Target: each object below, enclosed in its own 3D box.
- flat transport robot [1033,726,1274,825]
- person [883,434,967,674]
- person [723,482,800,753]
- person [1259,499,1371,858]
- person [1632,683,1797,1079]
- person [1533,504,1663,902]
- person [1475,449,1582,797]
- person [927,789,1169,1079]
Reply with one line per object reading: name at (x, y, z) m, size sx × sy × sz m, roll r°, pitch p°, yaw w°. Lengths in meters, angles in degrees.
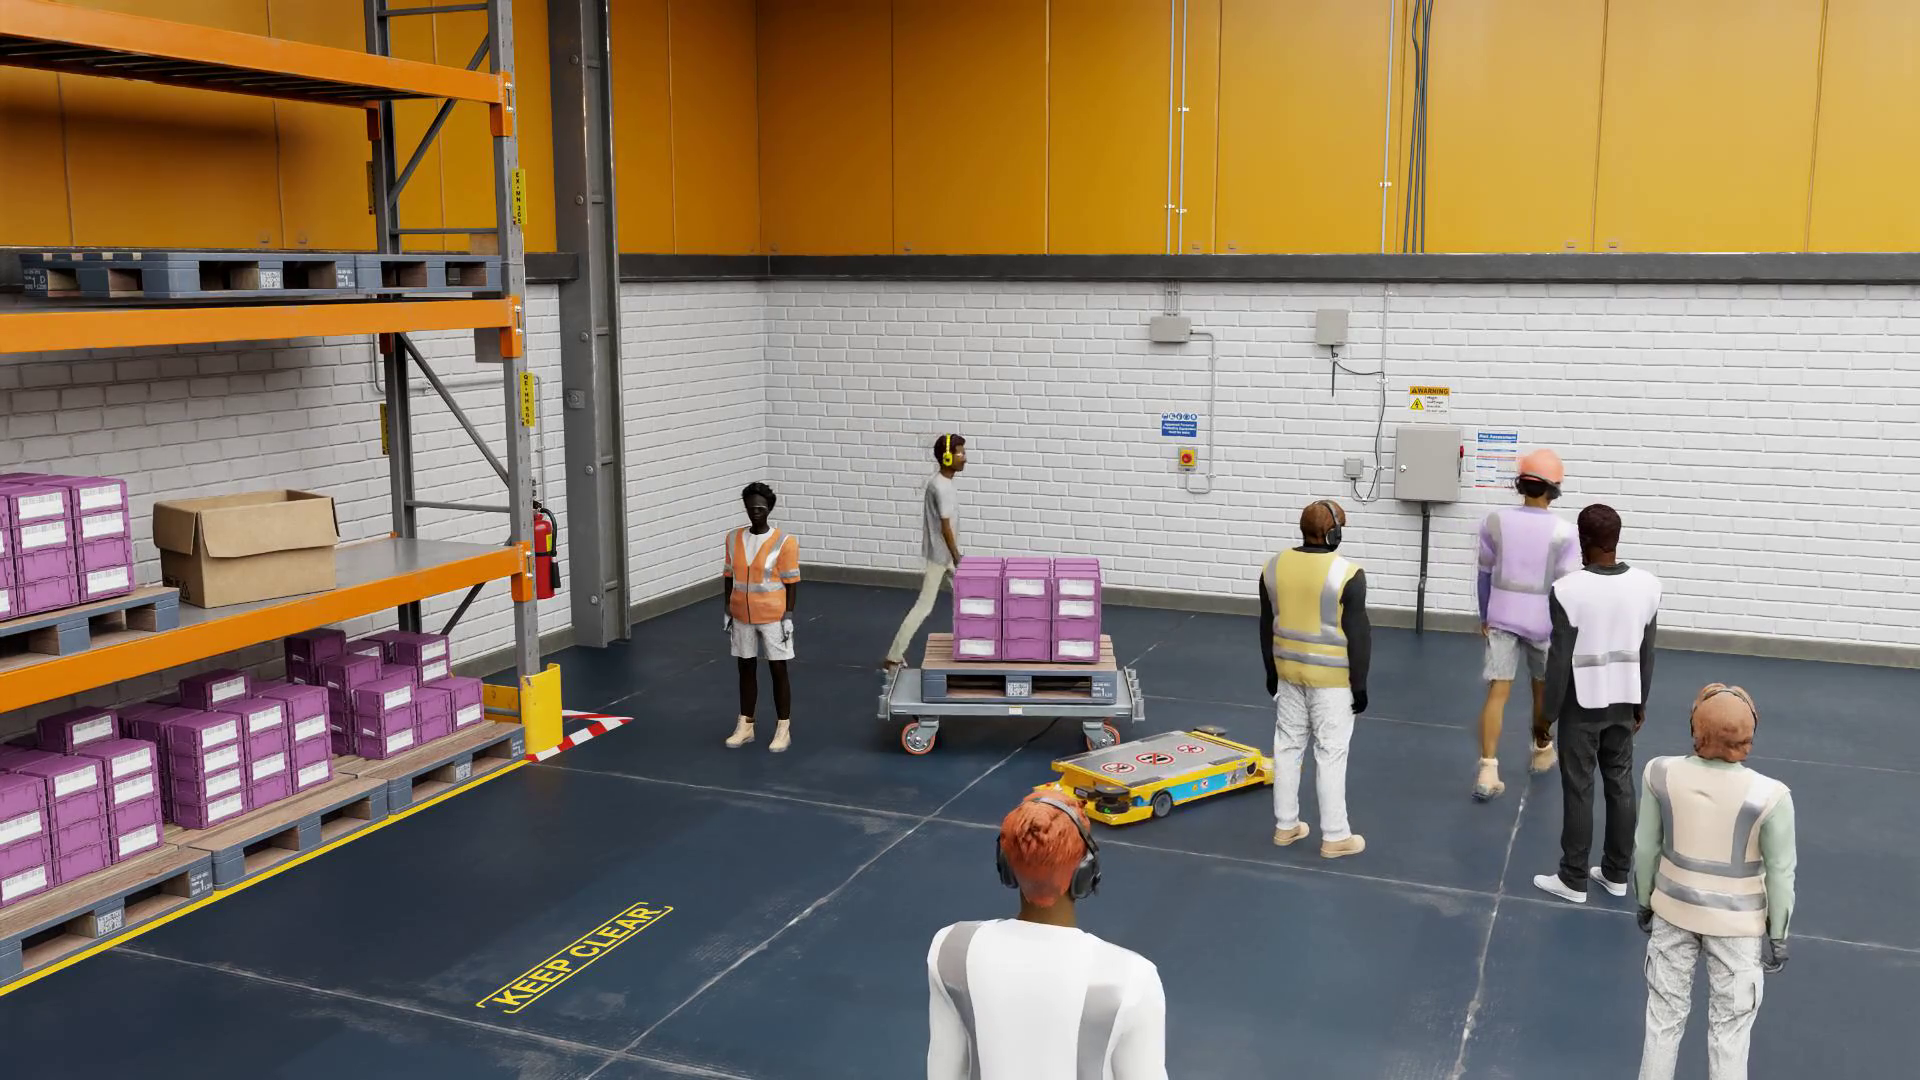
flat transport robot at (1.170, 1.332, 9.562) m, size 1.431 × 0.197 × 0.652 m, roll -7°, pitch 12°, yaw -38°
person at (-0.112, 0.133, 12.170) m, size 0.994 × 1.821 × 0.515 m, roll 2°, pitch 10°, yaw 9°
person at (-1.253, 0.479, 10.412) m, size 0.535 × 1.700 × 0.318 m, roll 4°, pitch 10°, yaw 22°
person at (1.847, 0.707, 8.600) m, size 0.430 × 1.845 × 0.621 m, roll -9°, pitch 13°, yaw -43°
person at (2.537, 1.295, 5.634) m, size 0.522 × 1.645 × 0.305 m, roll 9°, pitch 13°, yaw 44°
person at (3.037, 0.781, 7.937) m, size 0.587 × 1.914 × 0.392 m, roll -3°, pitch 10°, yaw -16°
person at (3.273, 0.465, 9.623) m, size 0.609 × 1.997 × 1.048 m, roll 5°, pitch 11°, yaw 30°
person at (0.207, 1.482, 3.776) m, size 0.576 × 1.885 × 0.355 m, roll 4°, pitch 10°, yaw 24°
